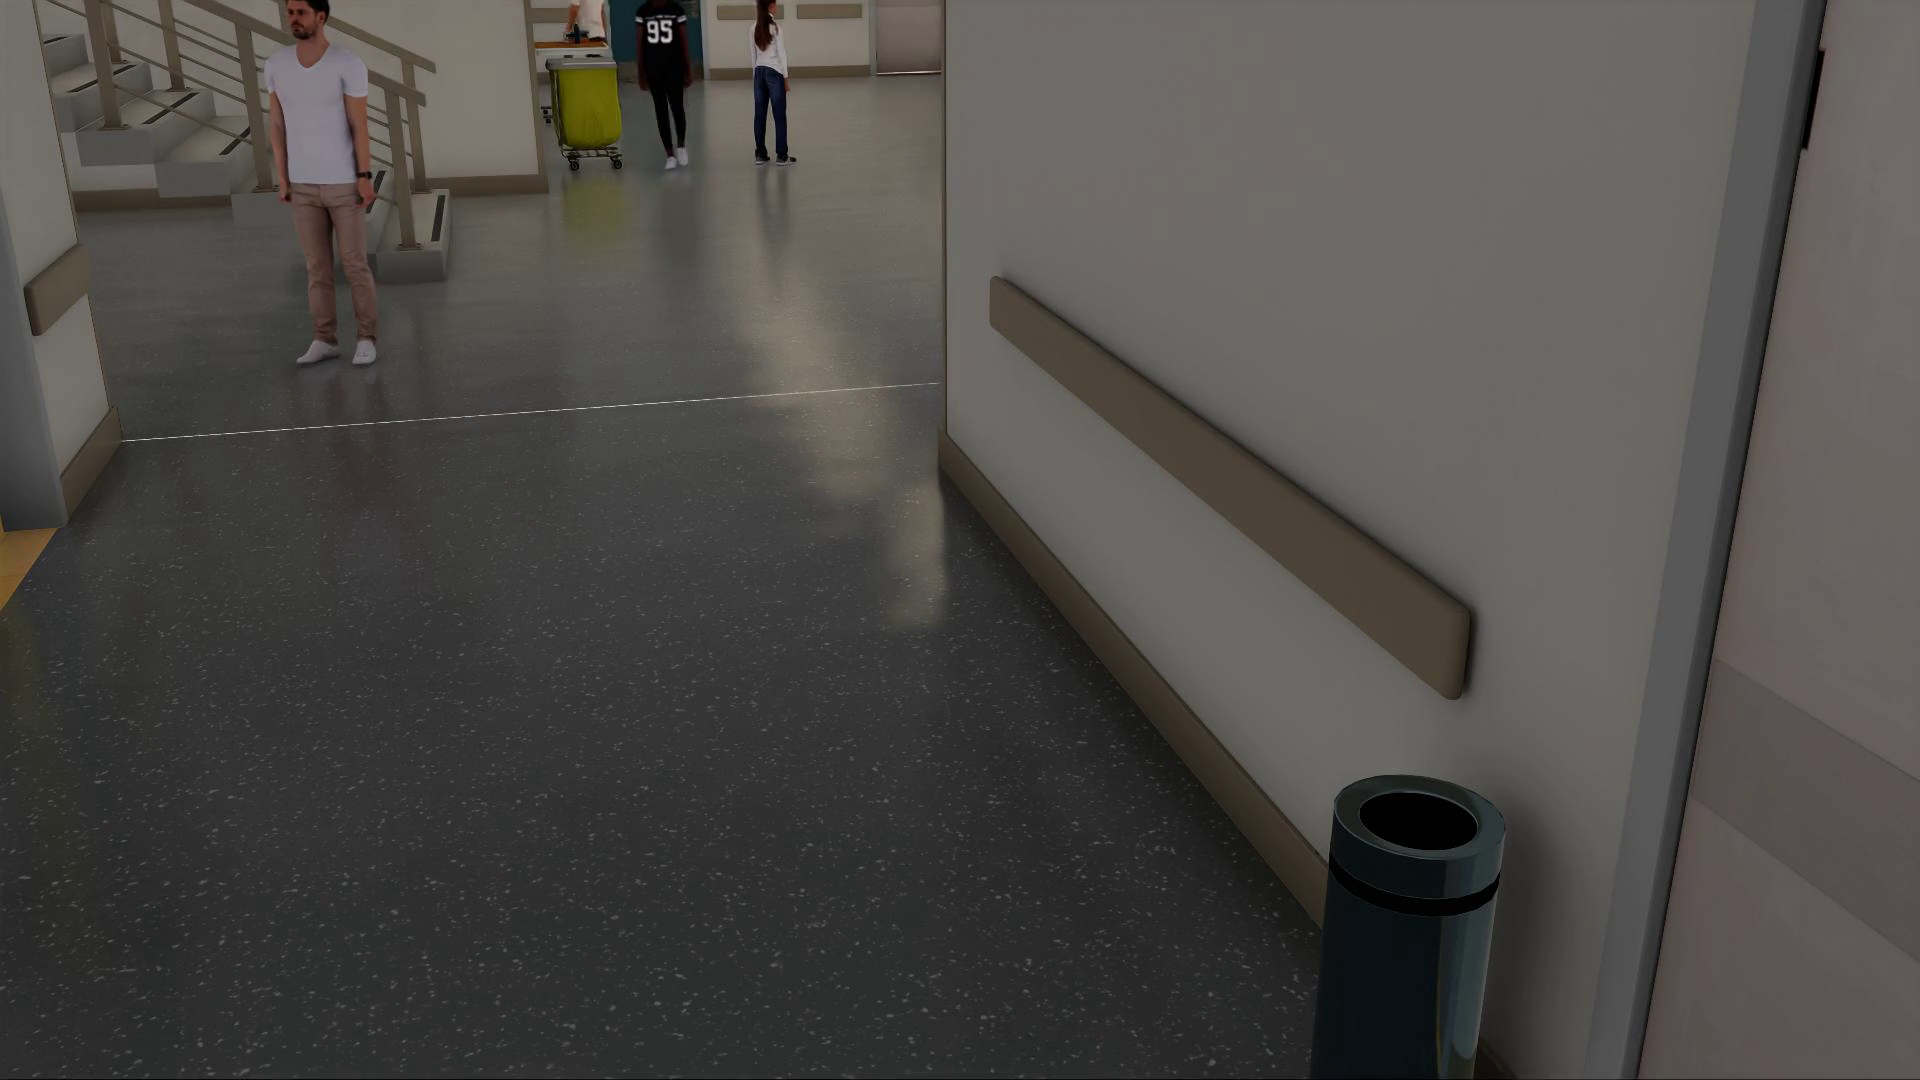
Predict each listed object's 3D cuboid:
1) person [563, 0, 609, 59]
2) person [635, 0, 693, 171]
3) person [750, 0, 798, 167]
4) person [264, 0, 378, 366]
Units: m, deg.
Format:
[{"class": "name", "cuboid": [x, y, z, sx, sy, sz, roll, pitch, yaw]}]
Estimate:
[{"class": "person", "cuboid": [-4.244, -5.864, 19.370, 1.136, 1.670, 1.016, 10, 23, 24]}, {"class": "person", "cuboid": [-2.667, -4.238, 15.050, 0.649, 1.719, 0.752, -1, 21, -2]}, {"class": "person", "cuboid": [-1.766, -4.257, 15.326, 0.615, 1.560, 0.685, 9, 22, 22]}, {"class": "person", "cuboid": [-3.220, -1.839, 8.478, 0.687, 1.887, 0.824, 3, 21, 7]}]
